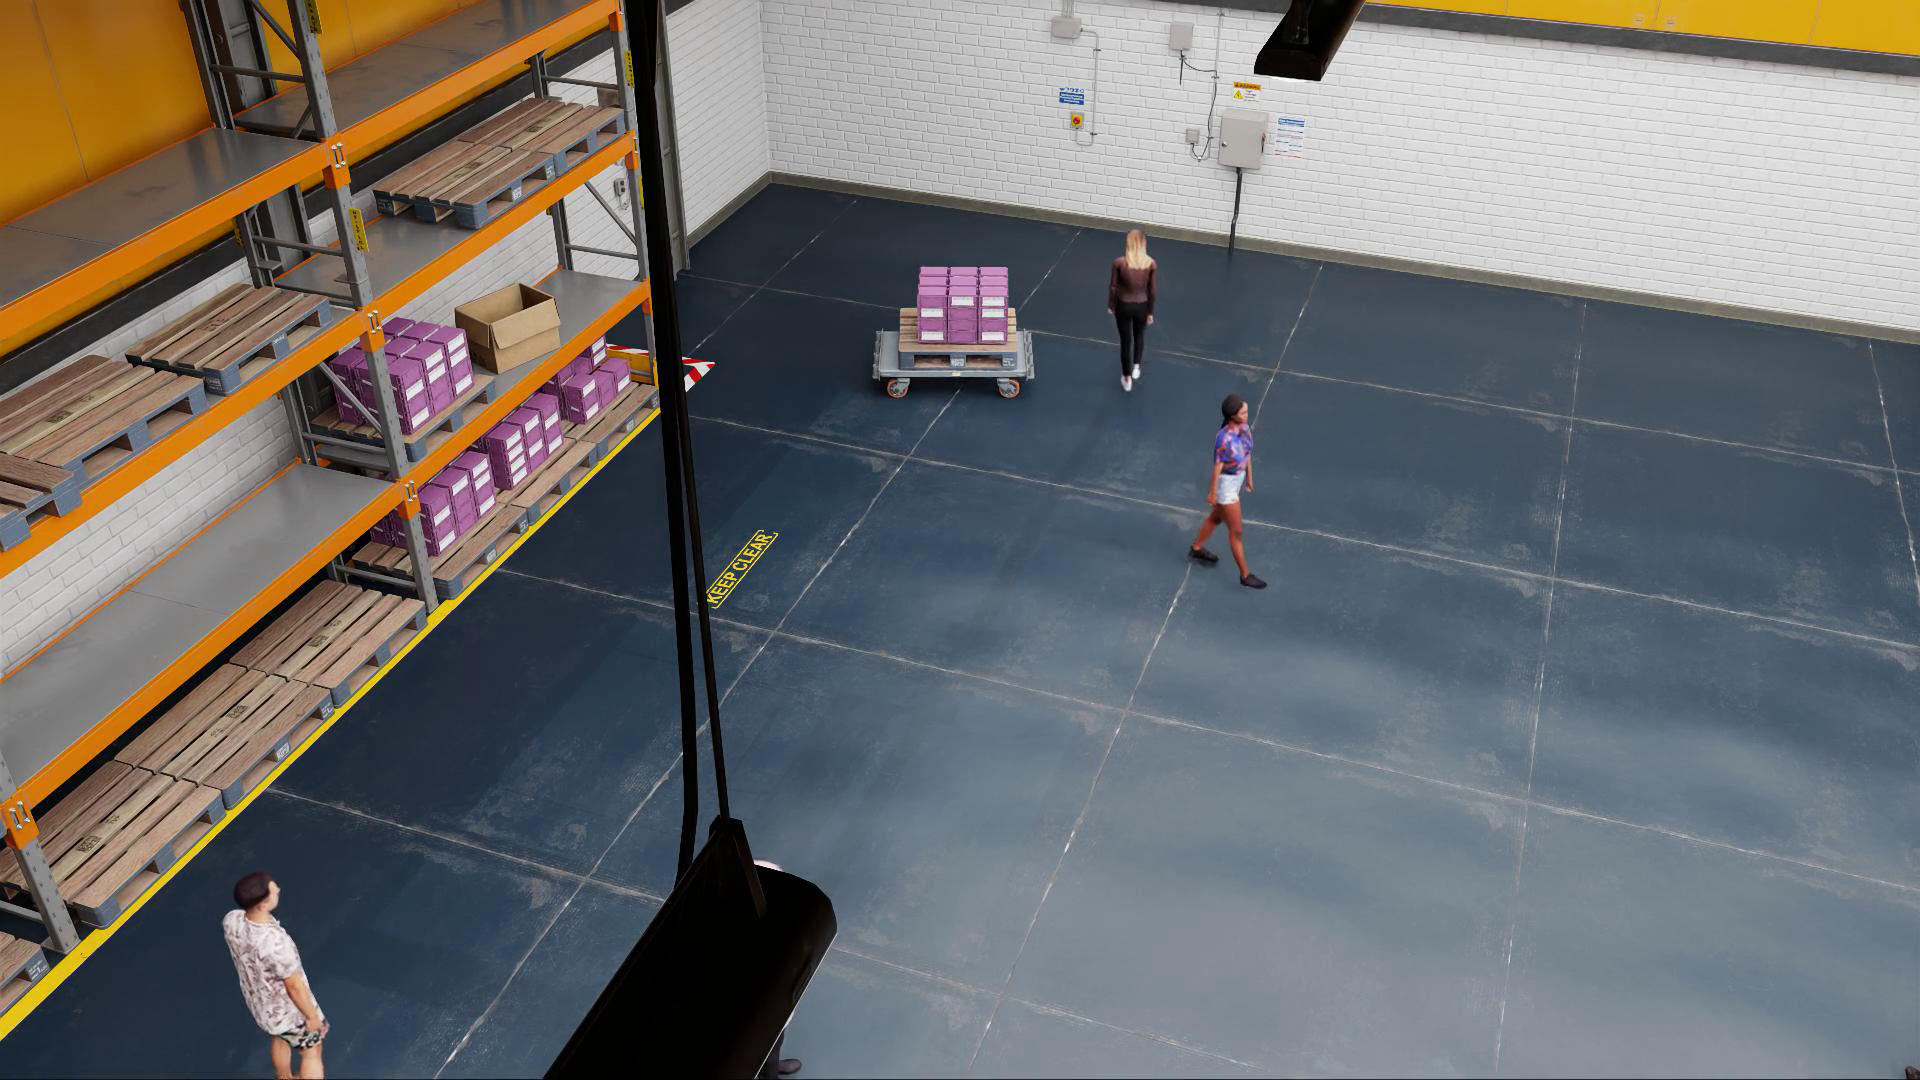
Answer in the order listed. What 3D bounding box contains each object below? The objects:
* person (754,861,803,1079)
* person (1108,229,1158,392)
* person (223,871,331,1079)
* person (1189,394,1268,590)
[{"bbox_3d":[-1.092,2.514,9.451,0.795,1.804,0.700,-6,34,-9],"label":"person"},{"bbox_3d":[1.743,-2.283,16.774,0.728,1.687,0.781,-3,34,-4],"label":"person"},{"bbox_3d":[-3.838,2.576,9.355,0.726,1.807,0.645,19,38,26],"label":"person"},{"bbox_3d":[2.196,-0.456,14.013,0.865,1.701,1.060,23,40,30],"label":"person"}]
